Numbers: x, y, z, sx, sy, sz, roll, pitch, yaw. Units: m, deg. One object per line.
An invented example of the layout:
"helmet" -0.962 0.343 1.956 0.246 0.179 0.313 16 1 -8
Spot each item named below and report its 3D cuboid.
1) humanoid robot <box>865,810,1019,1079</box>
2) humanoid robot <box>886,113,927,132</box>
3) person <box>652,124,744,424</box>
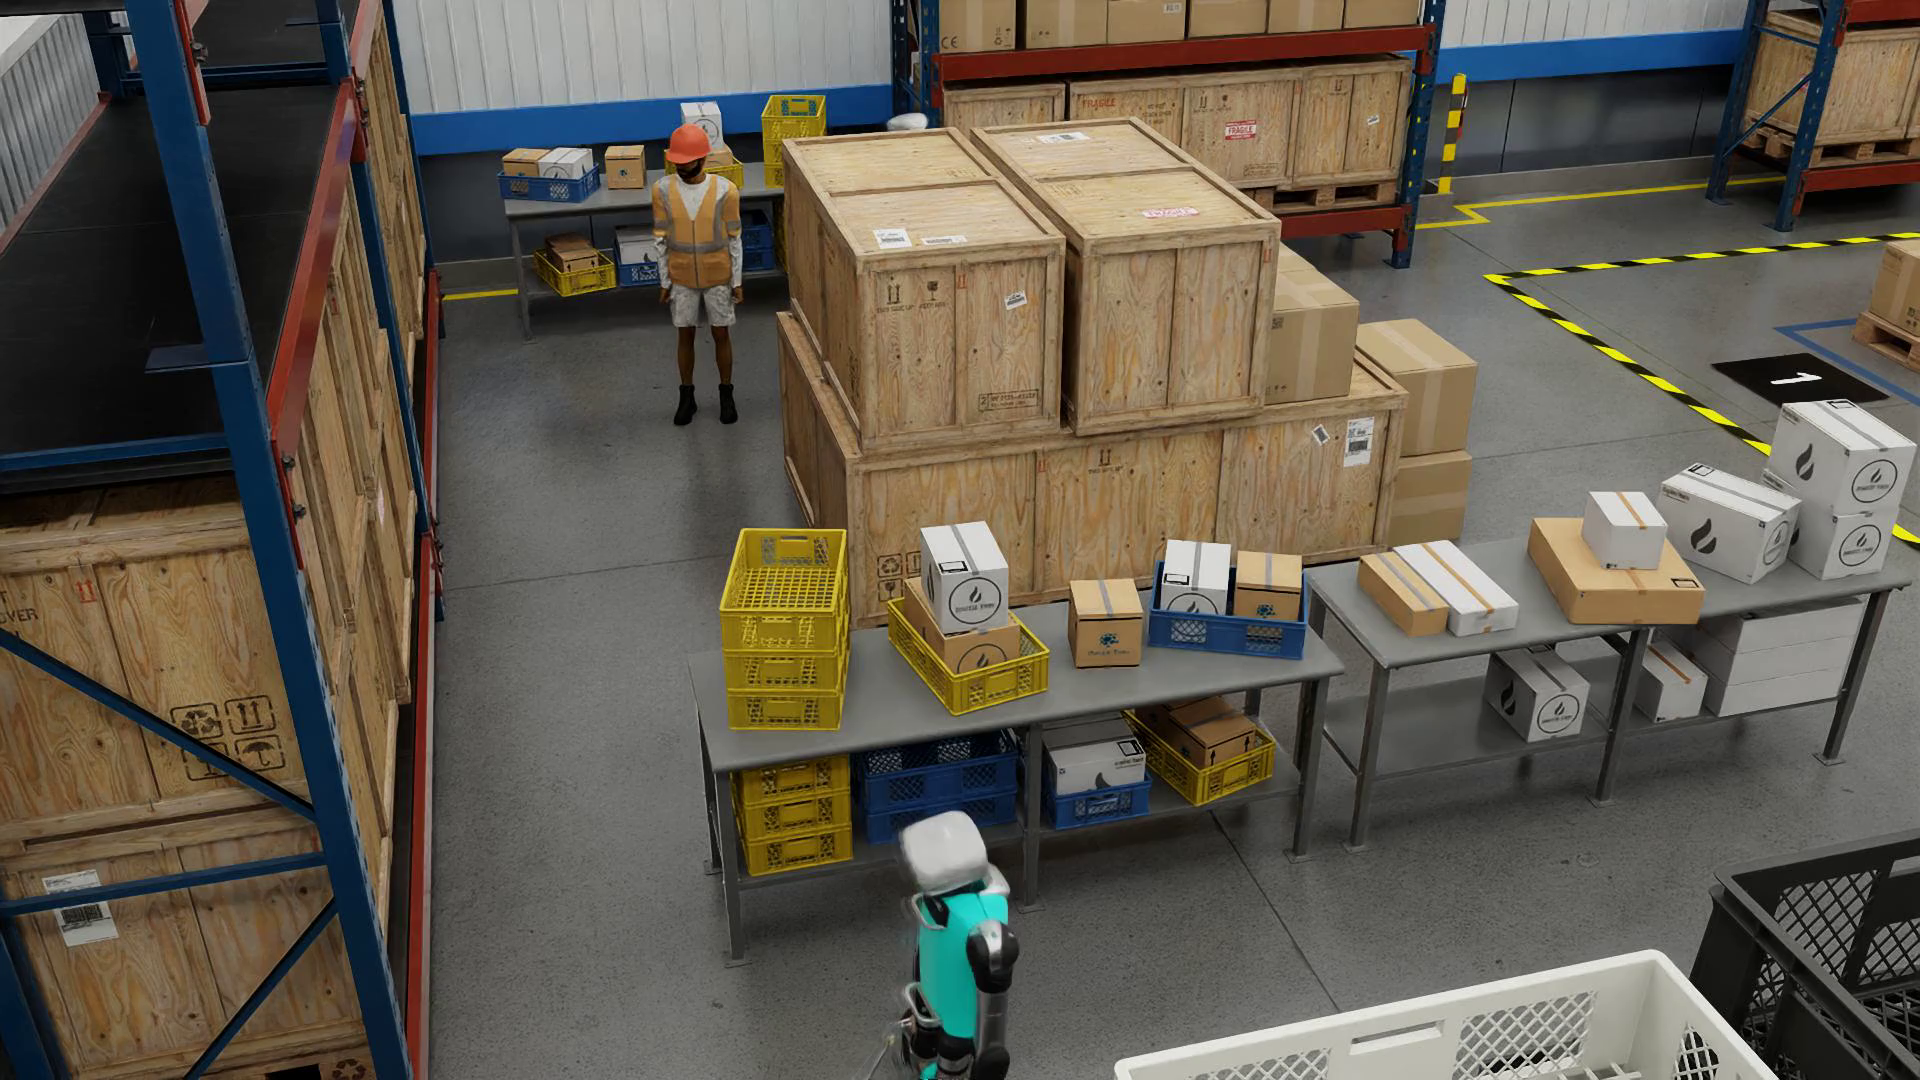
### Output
"humanoid robot" -0.277 1.626 4.703 0.854 1.828 0.555 -10 31 -18
"humanoid robot" -0.516 -2.004 11.200 0.715 1.759 0.530 14 32 23
"person" -1.617 -1.639 10.368 0.545 1.933 0.372 0 29 -1
